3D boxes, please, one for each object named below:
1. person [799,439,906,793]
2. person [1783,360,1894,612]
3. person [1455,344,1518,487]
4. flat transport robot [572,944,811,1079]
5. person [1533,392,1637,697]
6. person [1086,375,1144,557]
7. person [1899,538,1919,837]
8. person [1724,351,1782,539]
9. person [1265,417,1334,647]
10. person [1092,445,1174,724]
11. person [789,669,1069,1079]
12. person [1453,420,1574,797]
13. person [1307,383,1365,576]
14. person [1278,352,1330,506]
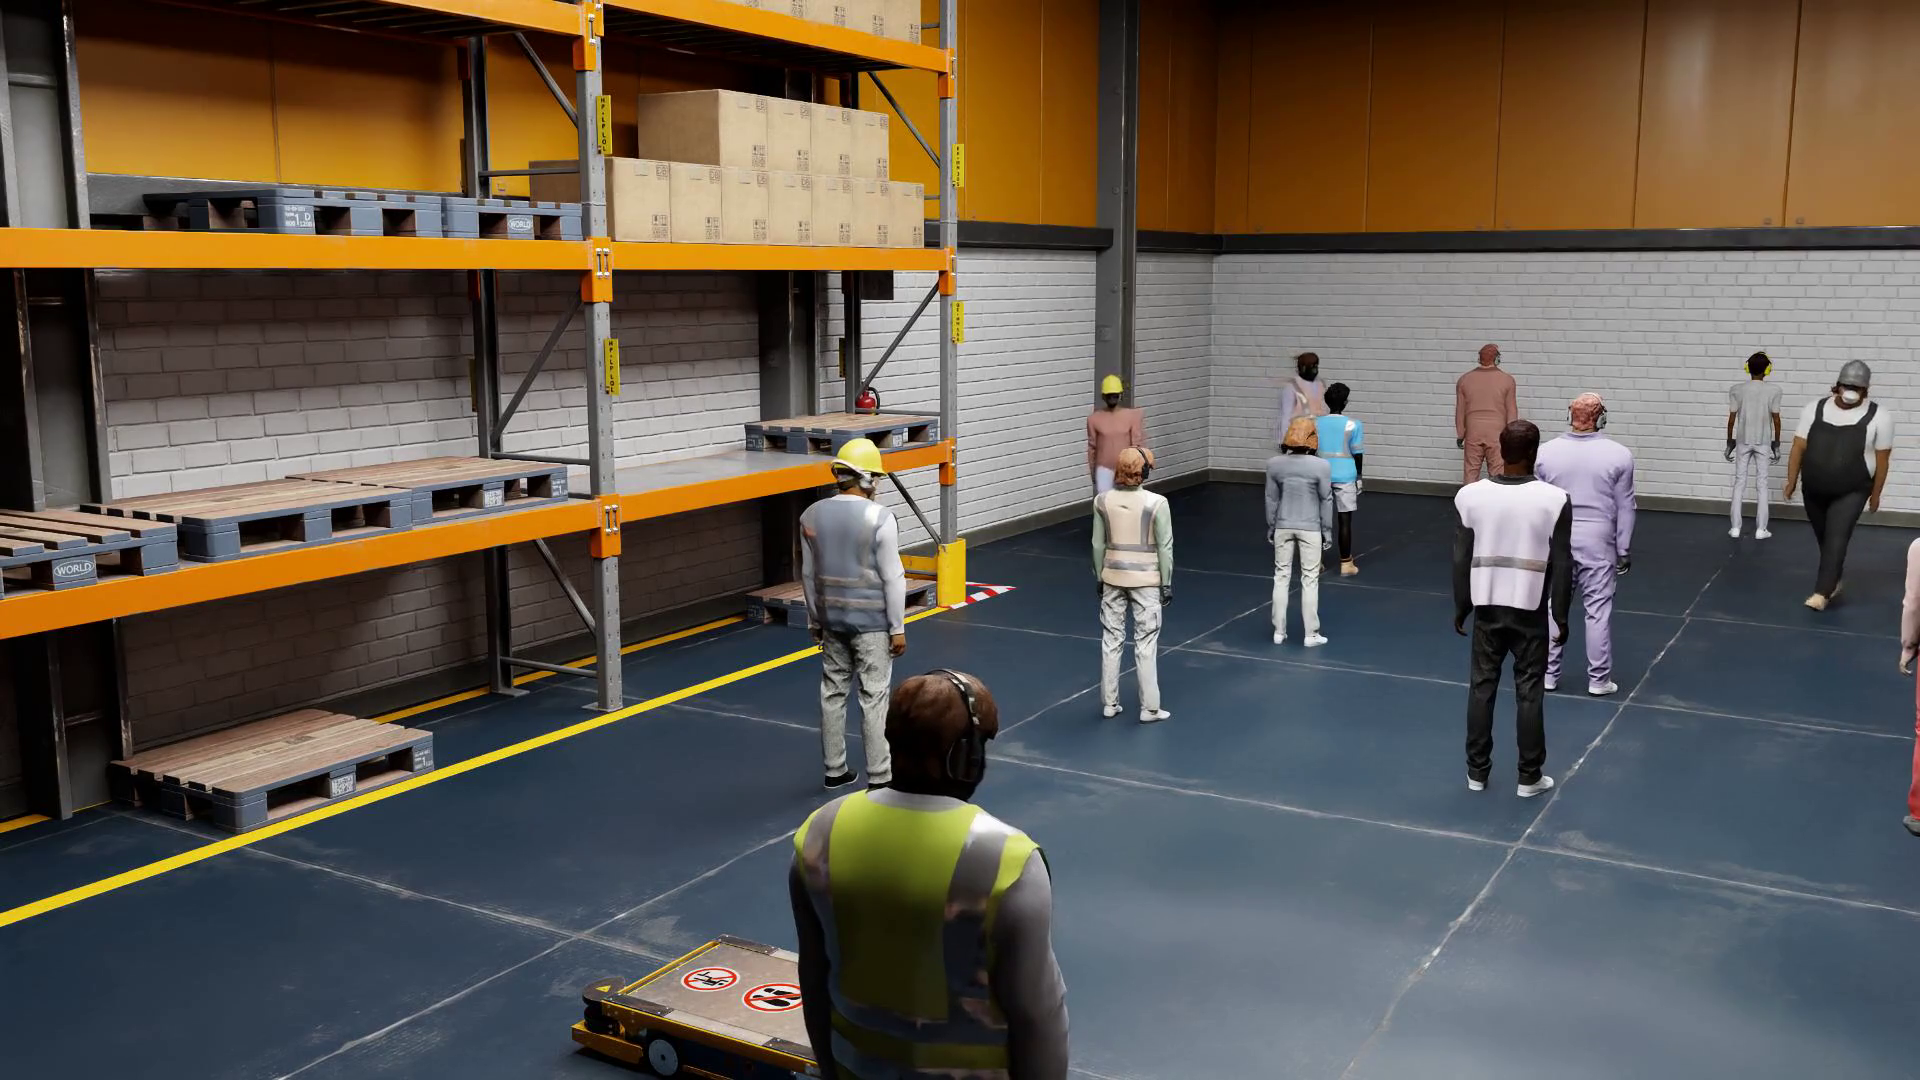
[{"bbox_3d":[-0.514,0.400,8.410,0.588,1.822,0.403,5,11,31],"label":"person"},{"bbox_3d":[7.009,-0.489,13.272,1.061,2.000,0.686,-8,12,-42],"label":"person"},{"bbox_3d":[5.581,-1.121,17.630,0.639,1.911,0.406,5,11,31],"label":"person"},{"bbox_3d":[-0.539,1.630,5.552,1.431,0.197,0.652,5,11,30],"label":"flat transport robot"},{"bbox_3d":[3.907,0.028,10.462,0.639,1.911,0.406,5,11,31],"label":"person"},{"bbox_3d":[1.428,-0.681,15.425,0.518,1.733,0.849,0,9,2],"label":"person"},{"bbox_3d":[4.677,0.536,7.758,0.524,1.760,0.328,5,11,31],"label":"person"},{"bbox_3d":[7.943,-0.947,16.662,0.521,1.874,0.328,5,11,31],"label":"person"},{"bbox_3d":[2.413,-0.058,11.848,0.498,1.634,0.279,5,11,31],"label":"person"},{"bbox_3d":[1.016,0.264,9.813,0.514,1.642,0.310,5,11,31],"label":"person"},{"bbox_3d":[-0.041,1.177,3.517,0.621,1.837,0.429,5,11,31],"label":"person"},{"bbox_3d":[2.793,0.349,8.444,0.587,1.913,0.391,5,11,31],"label":"person"},{"bbox_3d":[3.286,-0.529,14.592,0.531,1.698,0.320,5,11,31],"label":"person"},{"bbox_3d":[3.693,-1.129,17.973,0.627,1.823,0.800,-7,11,-36],"label":"person"}]
